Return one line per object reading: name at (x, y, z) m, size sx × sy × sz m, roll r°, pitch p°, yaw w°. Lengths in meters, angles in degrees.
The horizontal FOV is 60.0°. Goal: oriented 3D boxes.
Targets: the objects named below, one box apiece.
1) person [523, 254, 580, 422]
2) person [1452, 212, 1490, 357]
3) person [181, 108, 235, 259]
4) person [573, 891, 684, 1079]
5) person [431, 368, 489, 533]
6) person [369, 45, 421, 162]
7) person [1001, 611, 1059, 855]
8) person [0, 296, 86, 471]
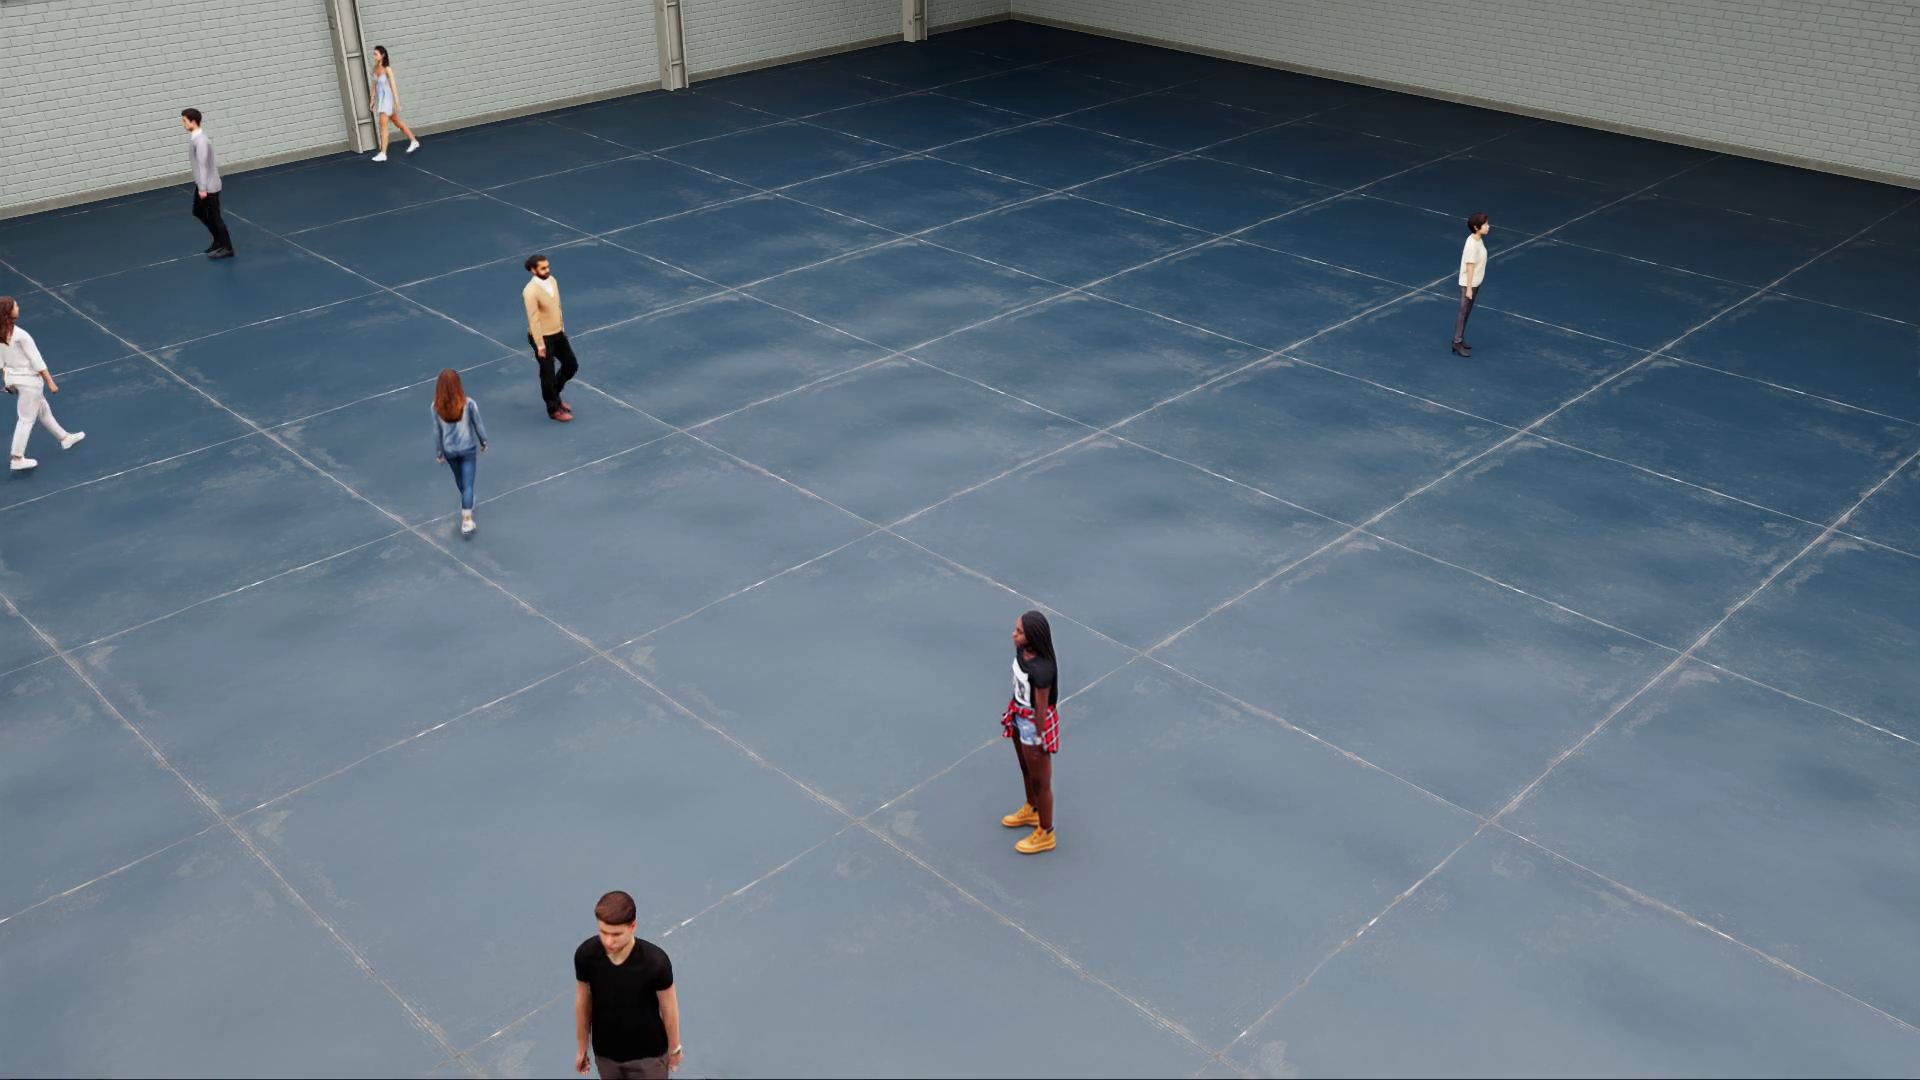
person at (-4.191, -2.040, 16.674) m, size 0.848 × 1.747 × 0.730 m, roll 10°, pitch 30°, yaw 18°
person at (5.621, -2.830, 18.327) m, size 0.715 × 1.587 × 0.555 m, roll 11°, pitch 30°, yaw 19°
person at (-9.511, -4.548, 21.209) m, size 0.712 × 1.912 × 0.793 m, roll -17°, pitch 33°, yaw -29°
person at (-1.576, 2.419, 8.190) m, size 0.794 × 1.852 × 0.831 m, roll 7°, pitch 29°, yaw 13°
person at (-4.395, -0.758, 14.588) m, size 1.010 × 1.445 × 1.019 m, roll -2°, pitch 28°, yaw -5°
person at (-8.707, -6.714, 25.515) m, size 0.658 × 1.686 × 1.169 m, roll 20°, pitch 34°, yaw 32°
person at (0.472, 1.207, 10.601) m, size 0.717 × 1.724 × 0.693 m, roll -10°, pitch 30°, yaw -18°
person at (-8.866, -1.448, 15.667) m, size 0.875 × 1.648 × 1.167 m, roll 12°, pitch 30°, yaw 21°
